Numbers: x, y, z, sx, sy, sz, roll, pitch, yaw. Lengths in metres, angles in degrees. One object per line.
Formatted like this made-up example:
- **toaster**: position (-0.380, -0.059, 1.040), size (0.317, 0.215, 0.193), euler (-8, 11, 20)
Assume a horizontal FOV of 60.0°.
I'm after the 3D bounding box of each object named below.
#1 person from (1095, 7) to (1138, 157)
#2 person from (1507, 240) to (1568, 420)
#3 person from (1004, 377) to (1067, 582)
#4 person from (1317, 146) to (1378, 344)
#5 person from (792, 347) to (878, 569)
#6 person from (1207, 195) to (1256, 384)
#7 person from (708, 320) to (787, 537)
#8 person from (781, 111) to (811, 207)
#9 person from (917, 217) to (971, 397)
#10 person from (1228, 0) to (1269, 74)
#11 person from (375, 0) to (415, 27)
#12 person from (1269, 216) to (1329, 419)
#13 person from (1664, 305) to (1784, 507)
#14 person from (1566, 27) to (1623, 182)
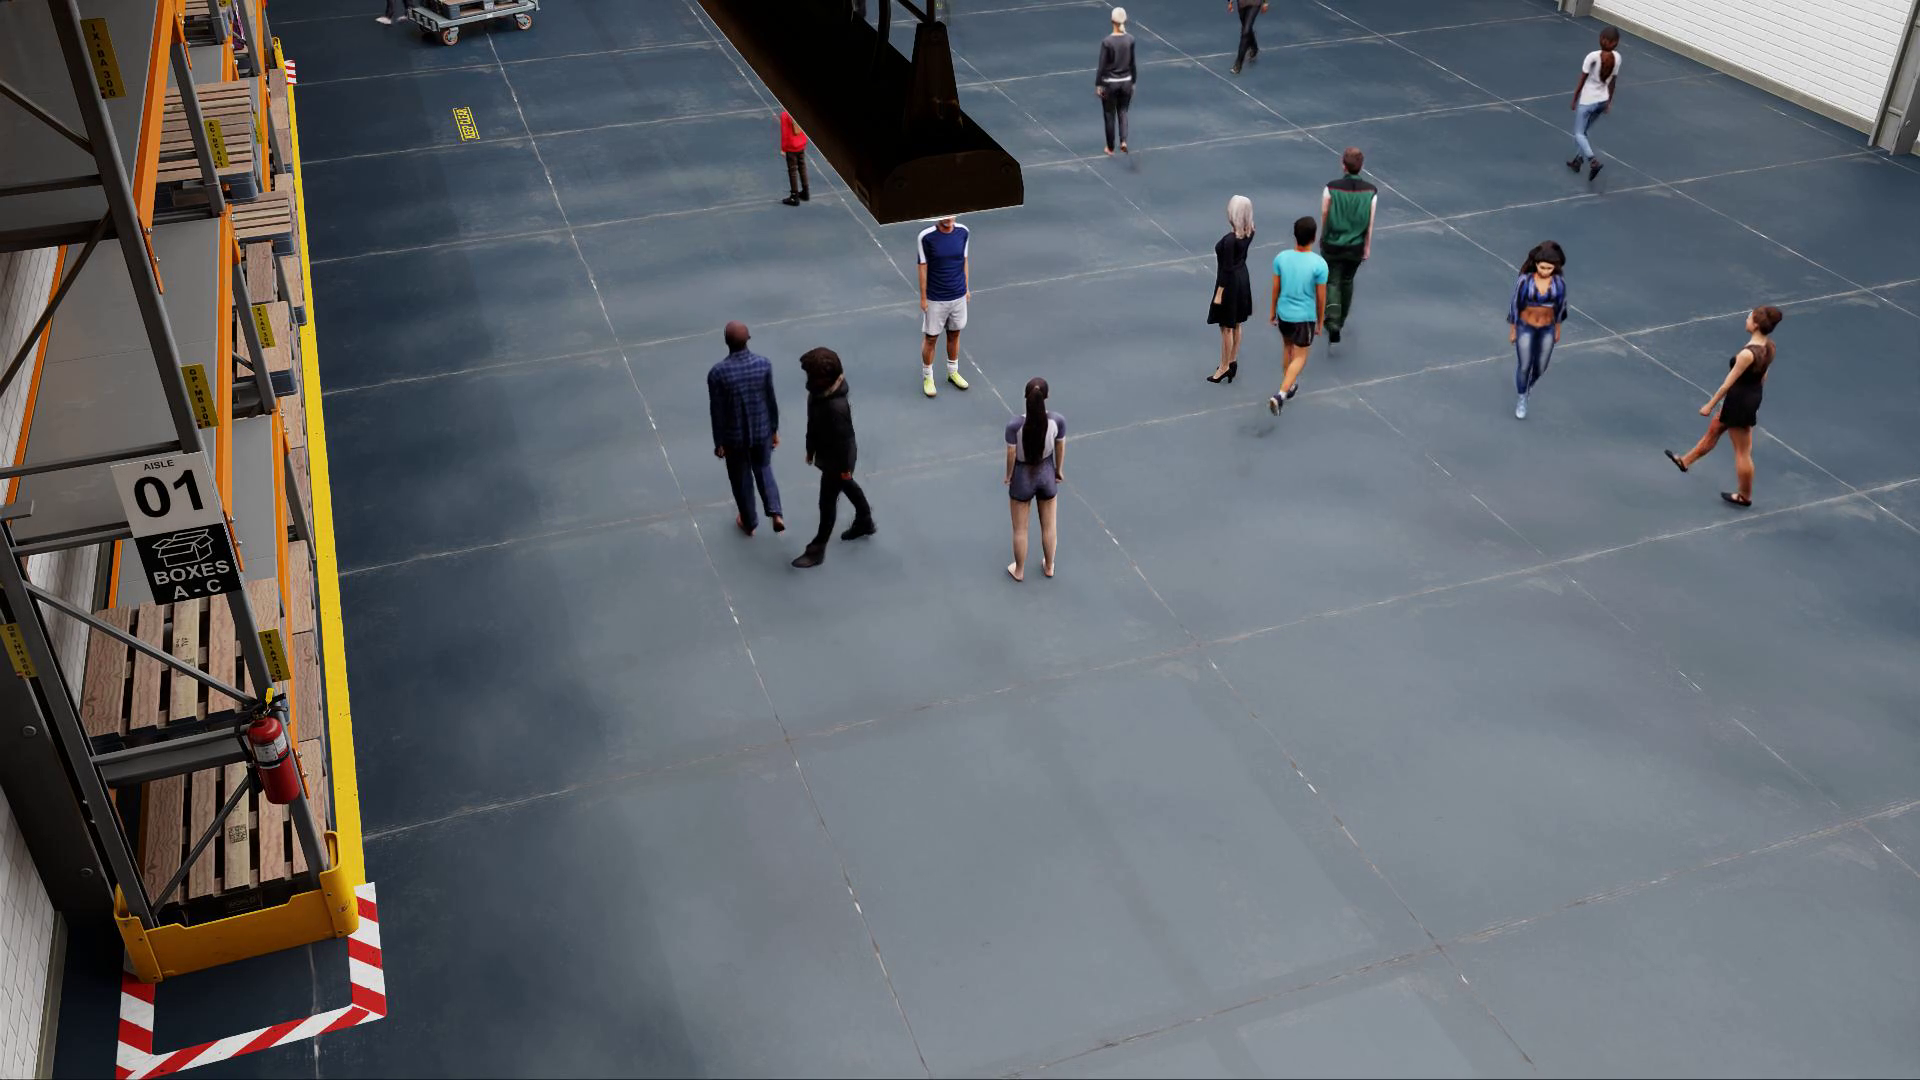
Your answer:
- **person**: position (1.844, -5.272, 19.249), size (0.647, 1.720, 0.600), euler (-8, 34, -11)
- **person**: position (4.886, -1.812, 14.138), size (0.832, 1.616, 0.899), euler (7, 34, 10)
- **person**: position (0.540, -0.436, 12.036), size (0.619, 1.650, 0.555), euler (-7, 34, -10)
- **person**: position (3.508, -2.674, 15.263), size (0.913, 1.807, 1.166), euler (2, 34, 4)
- **person**: position (-0.861, -0.658, 12.279), size (0.744, 1.752, 0.960), euler (-12, 35, -17)
- **person**: position (2.380, -2.203, 14.609), size (0.738, 1.747, 0.698), euler (20, 38, 27)
- **person**: position (-1.562, -0.777, 12.406), size (0.707, 1.809, 0.836), euler (-16, 37, -22)
- **person**: position (-1.816, -4.311, 18.200), size (0.610, 1.281, 0.576), euler (24, 40, 31)
- **person**: position (-0.140, -2.152, 14.448), size (0.656, 1.839, 0.586), euler (-16, 37, -22)
- **person**: position (3.874, -7.122, 22.025), size (1.196, 1.728, 1.181), euler (-6, 34, -8)
- **person**: position (-8.064, -8.308, 23.751), size (1.127, 1.792, 1.118), euler (21, 39, 28)
- **person**: position (2.817, -1.850, 14.073), size (1.074, 1.751, 1.091), euler (17, 37, 24)
- **person**: position (6.130, -1.000, 12.895), size (0.819, 1.639, 1.117), euler (-25, 41, -33)
- **person**: position (7.129, -4.867, 18.658), size (0.612, 1.699, 0.973), euler (-9, 35, -13)
